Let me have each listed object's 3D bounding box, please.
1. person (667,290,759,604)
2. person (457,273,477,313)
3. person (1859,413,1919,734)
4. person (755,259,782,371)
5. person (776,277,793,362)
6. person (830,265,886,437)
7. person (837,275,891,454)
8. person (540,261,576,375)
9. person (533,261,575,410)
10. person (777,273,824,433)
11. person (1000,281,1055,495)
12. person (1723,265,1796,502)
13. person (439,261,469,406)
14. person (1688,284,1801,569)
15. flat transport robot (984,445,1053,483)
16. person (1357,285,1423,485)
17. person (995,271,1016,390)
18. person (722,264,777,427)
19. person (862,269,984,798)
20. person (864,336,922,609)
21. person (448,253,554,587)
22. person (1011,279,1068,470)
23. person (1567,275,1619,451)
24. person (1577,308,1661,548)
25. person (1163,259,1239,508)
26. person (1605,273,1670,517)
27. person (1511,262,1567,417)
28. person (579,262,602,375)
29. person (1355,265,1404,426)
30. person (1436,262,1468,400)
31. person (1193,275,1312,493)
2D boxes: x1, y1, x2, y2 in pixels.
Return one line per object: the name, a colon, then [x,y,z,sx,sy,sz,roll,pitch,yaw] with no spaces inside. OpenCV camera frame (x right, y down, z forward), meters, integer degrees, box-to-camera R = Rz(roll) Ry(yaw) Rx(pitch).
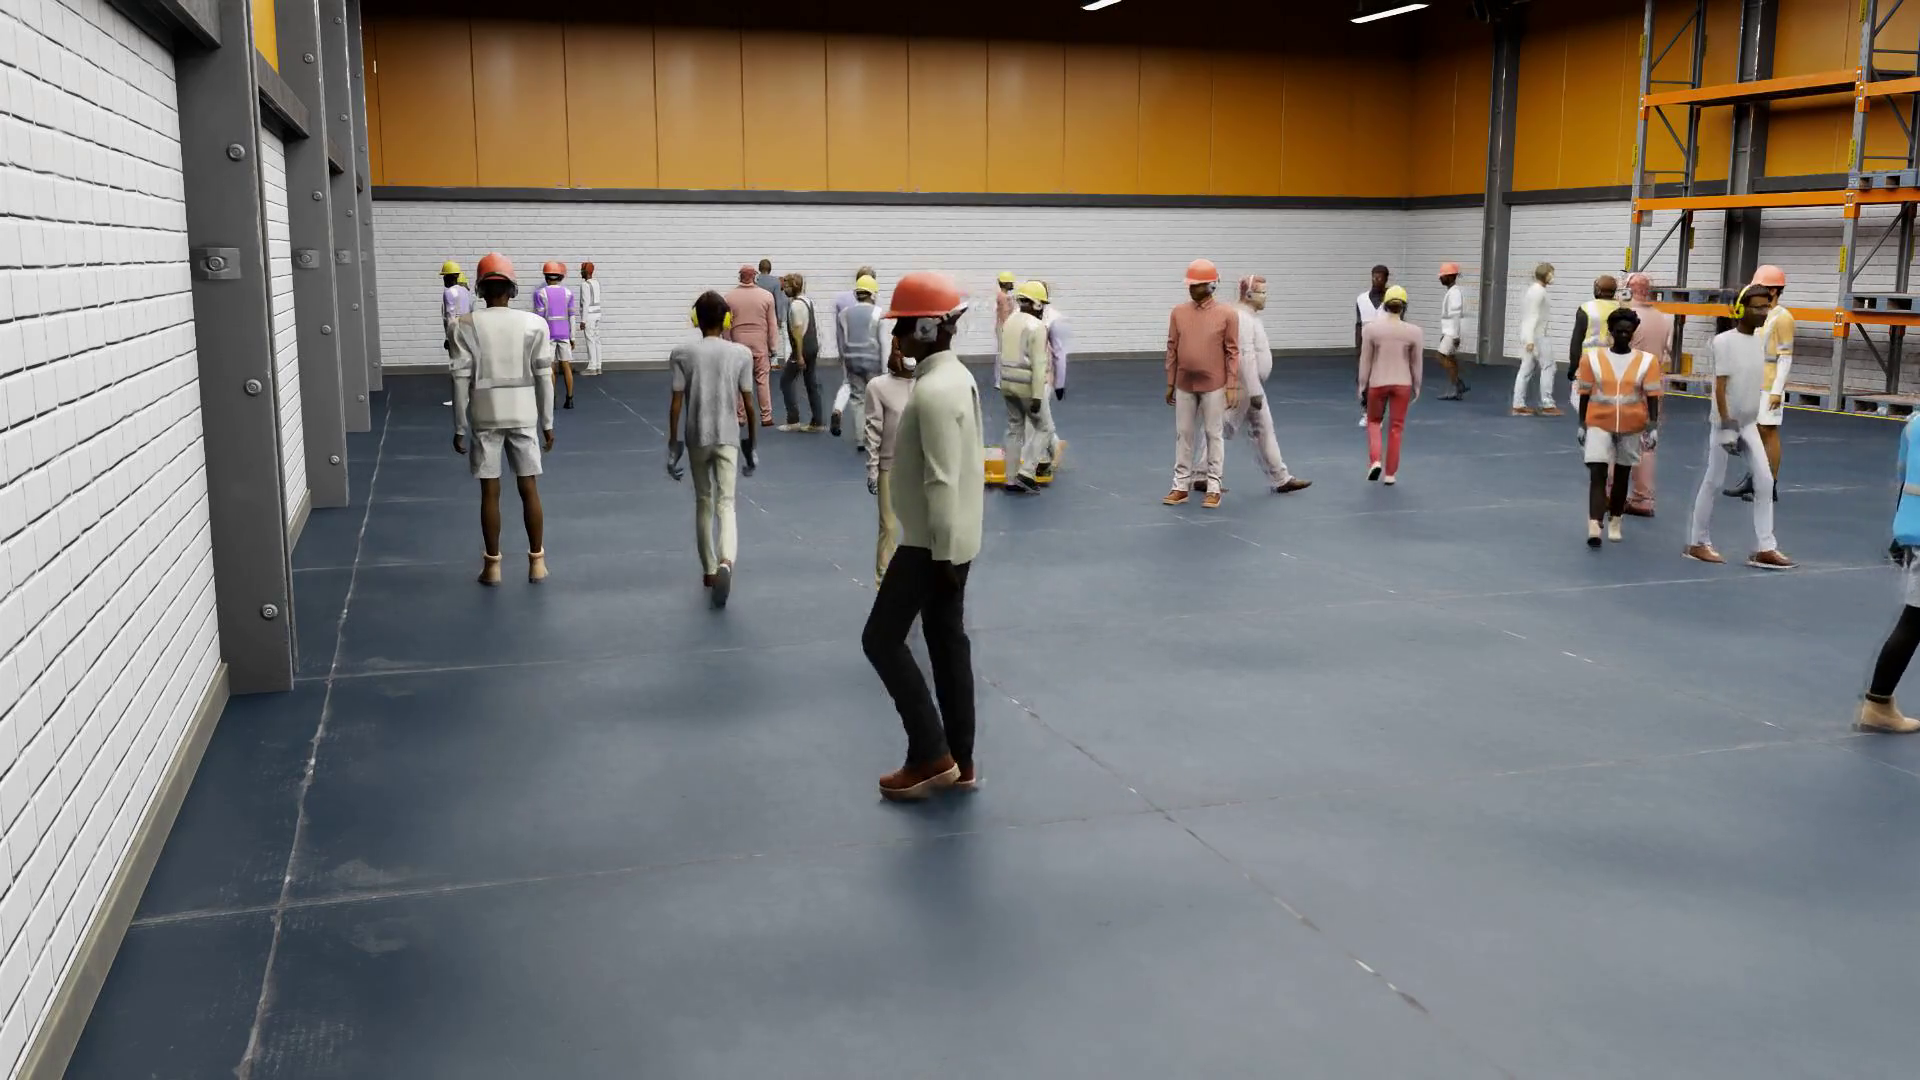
person: [-1.469,-0.563,9.884,0.533,1.836,0.861,-1,10,-5]
person: [-7.607,-3.206,25.402,0.295,1.743,0.493,9,13,41]
person: [4.251,0.011,7.030,0.827,1.654,0.542,1,10,5]
person: [-3.380,-3.900,28.855,0.628,1.939,0.375,3,10,15]
person: [-3.111,-3.768,29.010,0.497,1.627,0.288,2,10,13]
person: [-1.119,-2.039,18.172,0.643,1.908,0.800,4,11,23]
person: [-0.952,-1.770,16.874,0.587,1.813,0.426,4,10,20]
person: [-6.757,-3.660,27.599,0.627,1.932,0.651,6,11,29]
person: [-5.300,-2.666,21.719,0.551,1.935,0.372,-7,12,-34]
person: [-1.845,-2.106,18.819,0.672,1.812,0.544,4,10,21]
person: [0.562,-1.264,13.977,0.440,1.802,0.599,-7,12,-35]
person: [6.602,-1.281,13.693,0.369,1.939,0.542,0,10,-1]
person: [-6.772,-2.763,22.306,0.366,1.926,0.594,1,10,5]
person: [5.083,-0.715,10.719,0.522,1.838,0.852,-4,11,-22]
flat transport robot: [0.422,-0.702,15.163,0.652,0.197,1.431,-1,10,-5]
person: [3.795,-1.361,14.670,0.554,1.750,0.372,3,10,15]
person: [0.679,-3.116,24.816,0.311,1.768,0.532,-1,10,-7]
person: [-2.476,-2.284,19.595,0.642,1.909,0.399,0,10,-2]
person: [-0.151,-0.011,6.227,0.498,1.978,0.627,2,10,12]
person: [-0.291,-0.380,9.361,0.498,1.633,0.285,-2,10,-14]
person: [-2.818,-0.737,10.249,0.615,2.038,0.395,-4,11,-22]
person: [0.726,-1.477,15.194,0.789,1.814,0.624,-9,13,-42]
person: [6.484,-1.762,16.813,0.646,1.825,0.567,-2,10,-13]
person: [4.560,-0.771,11.532,0.543,1.653,0.777,3,10,16]
person: [1.930,-1.253,13.389,0.609,1.988,0.392,6,11,30]
person: [5.181,-1.121,12.922,0.665,1.886,0.538,-6,11,-31]
person: [7.291,-2.481,20.688,0.800,1.912,0.646,3,10,17]
person: [-6.210,-3.705,27.893,0.355,1.882,0.576,2,10,10]
person: [4.831,-2.217,19.208,0.599,1.905,0.448,6,12,32]
person: [6.746,-2.868,22.948,0.421,1.921,0.565,3,10,15]
person: [2.458,-1.302,14.065,1.012,1.848,0.668,3,10,17]
